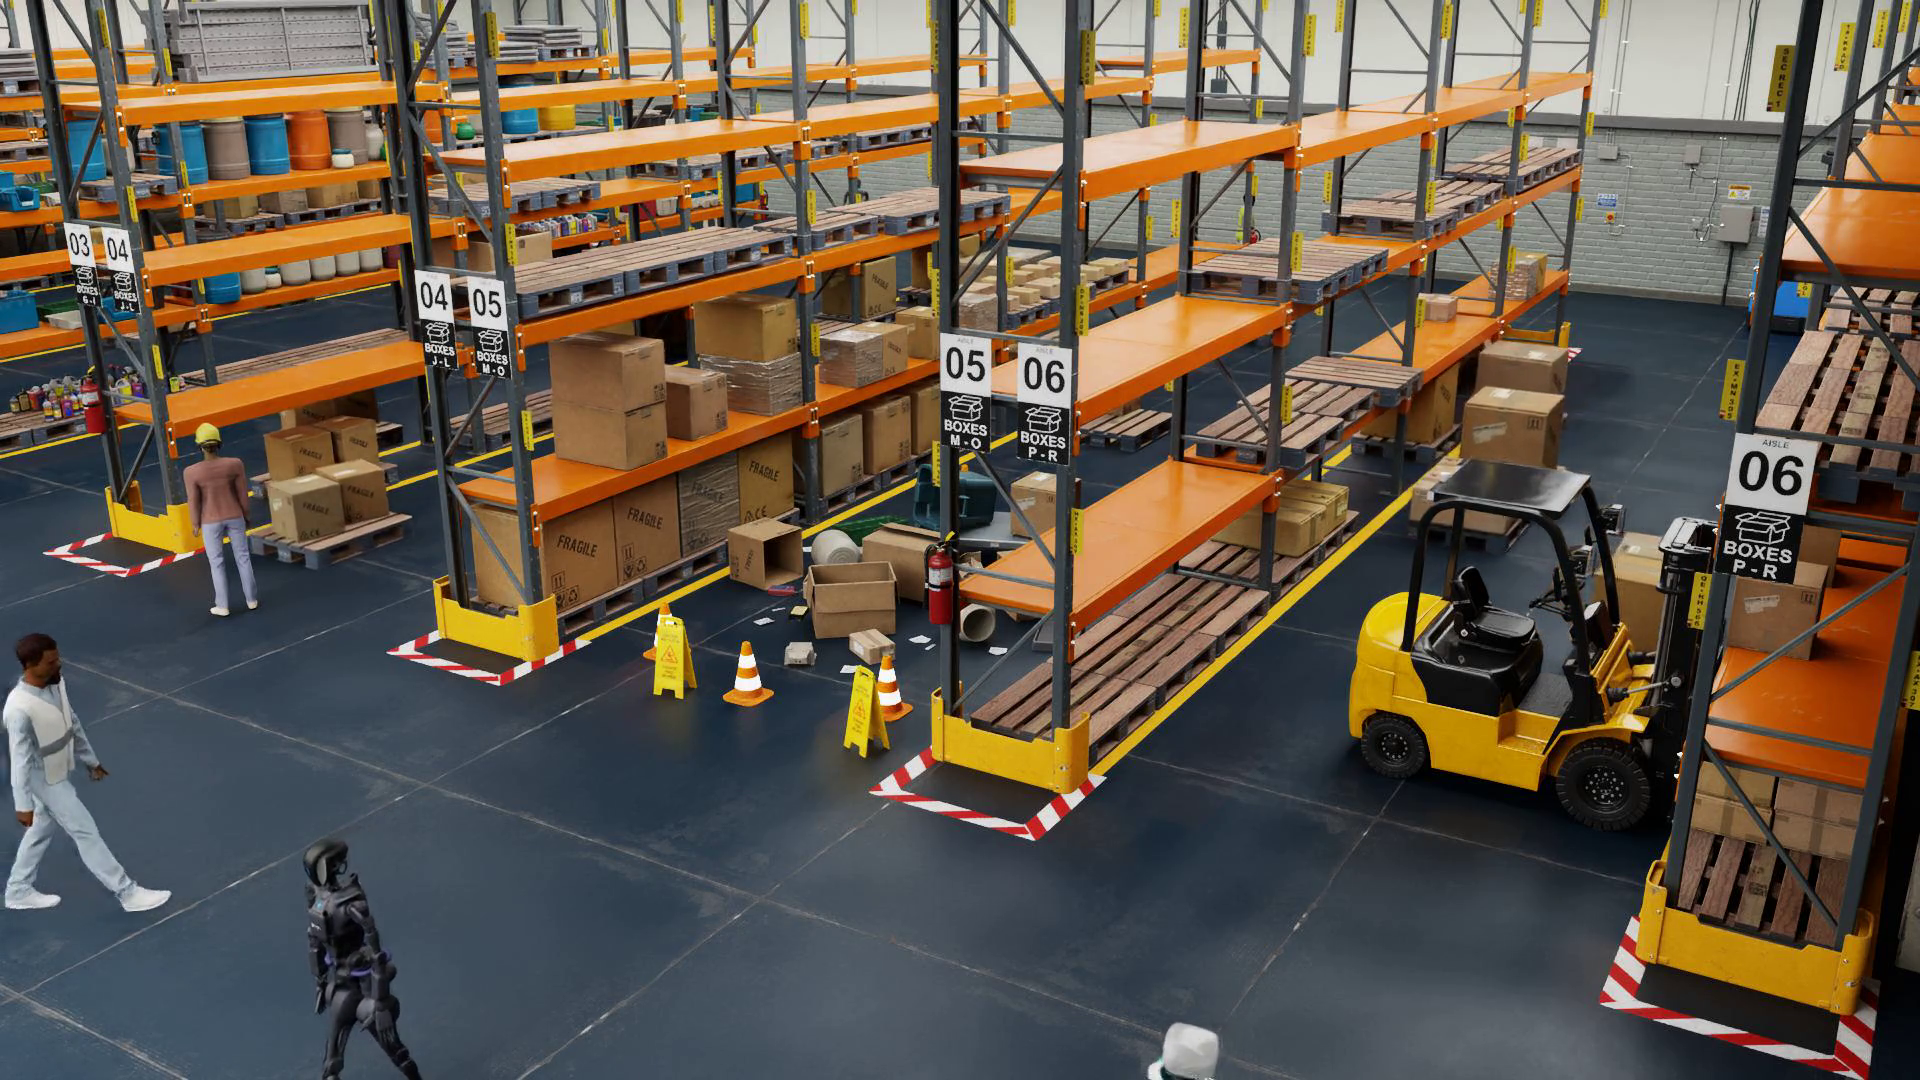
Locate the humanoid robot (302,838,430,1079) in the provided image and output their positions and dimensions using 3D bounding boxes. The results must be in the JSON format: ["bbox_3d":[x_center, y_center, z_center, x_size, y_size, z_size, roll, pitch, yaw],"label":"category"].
[{"bbox_3d":[-2.980,2.213,8.137,0.611,1.622,0.791,13,23,32],"label":"humanoid robot"}]

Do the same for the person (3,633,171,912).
[{"bbox_3d":[-5.447,1.424,10.065,1.024,1.859,0.605,-3,19,-9],"label":"person"}]

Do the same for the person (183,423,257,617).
[{"bbox_3d":[-6.595,-0.180,14.844,0.522,1.768,0.307,-16,24,-38],"label":"person"}]

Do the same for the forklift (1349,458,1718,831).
[{"bbox_3d":[3.988,0.658,11.776,2.313,2.155,1.214,11,22,29],"label":"forklift"}]

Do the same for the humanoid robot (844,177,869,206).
[{"bbox_3d":[-2.046,-6.328,32.821,0.616,1.622,0.779,-9,21,-25],"label":"humanoid robot"}]

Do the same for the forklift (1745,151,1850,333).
[{"bbox_3d":[13.620,-4.667,26.137,1.873,2.768,1.129,11,22,29],"label":"forklift"}]

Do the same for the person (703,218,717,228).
[{"bbox_3d":[-5.244,-7.060,34.857,0.492,1.688,0.348,-6,20,-17],"label":"person"}]

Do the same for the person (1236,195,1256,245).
[{"bbox_3d":[5.215,-5.508,30.371,0.326,1.685,0.538,-2,19,-7],"label":"person"}]

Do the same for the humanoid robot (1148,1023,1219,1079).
[{"bbox_3d":[1.102,2.726,6.601,0.942,1.820,0.555,1,19,4],"label":"humanoid robot"}]
